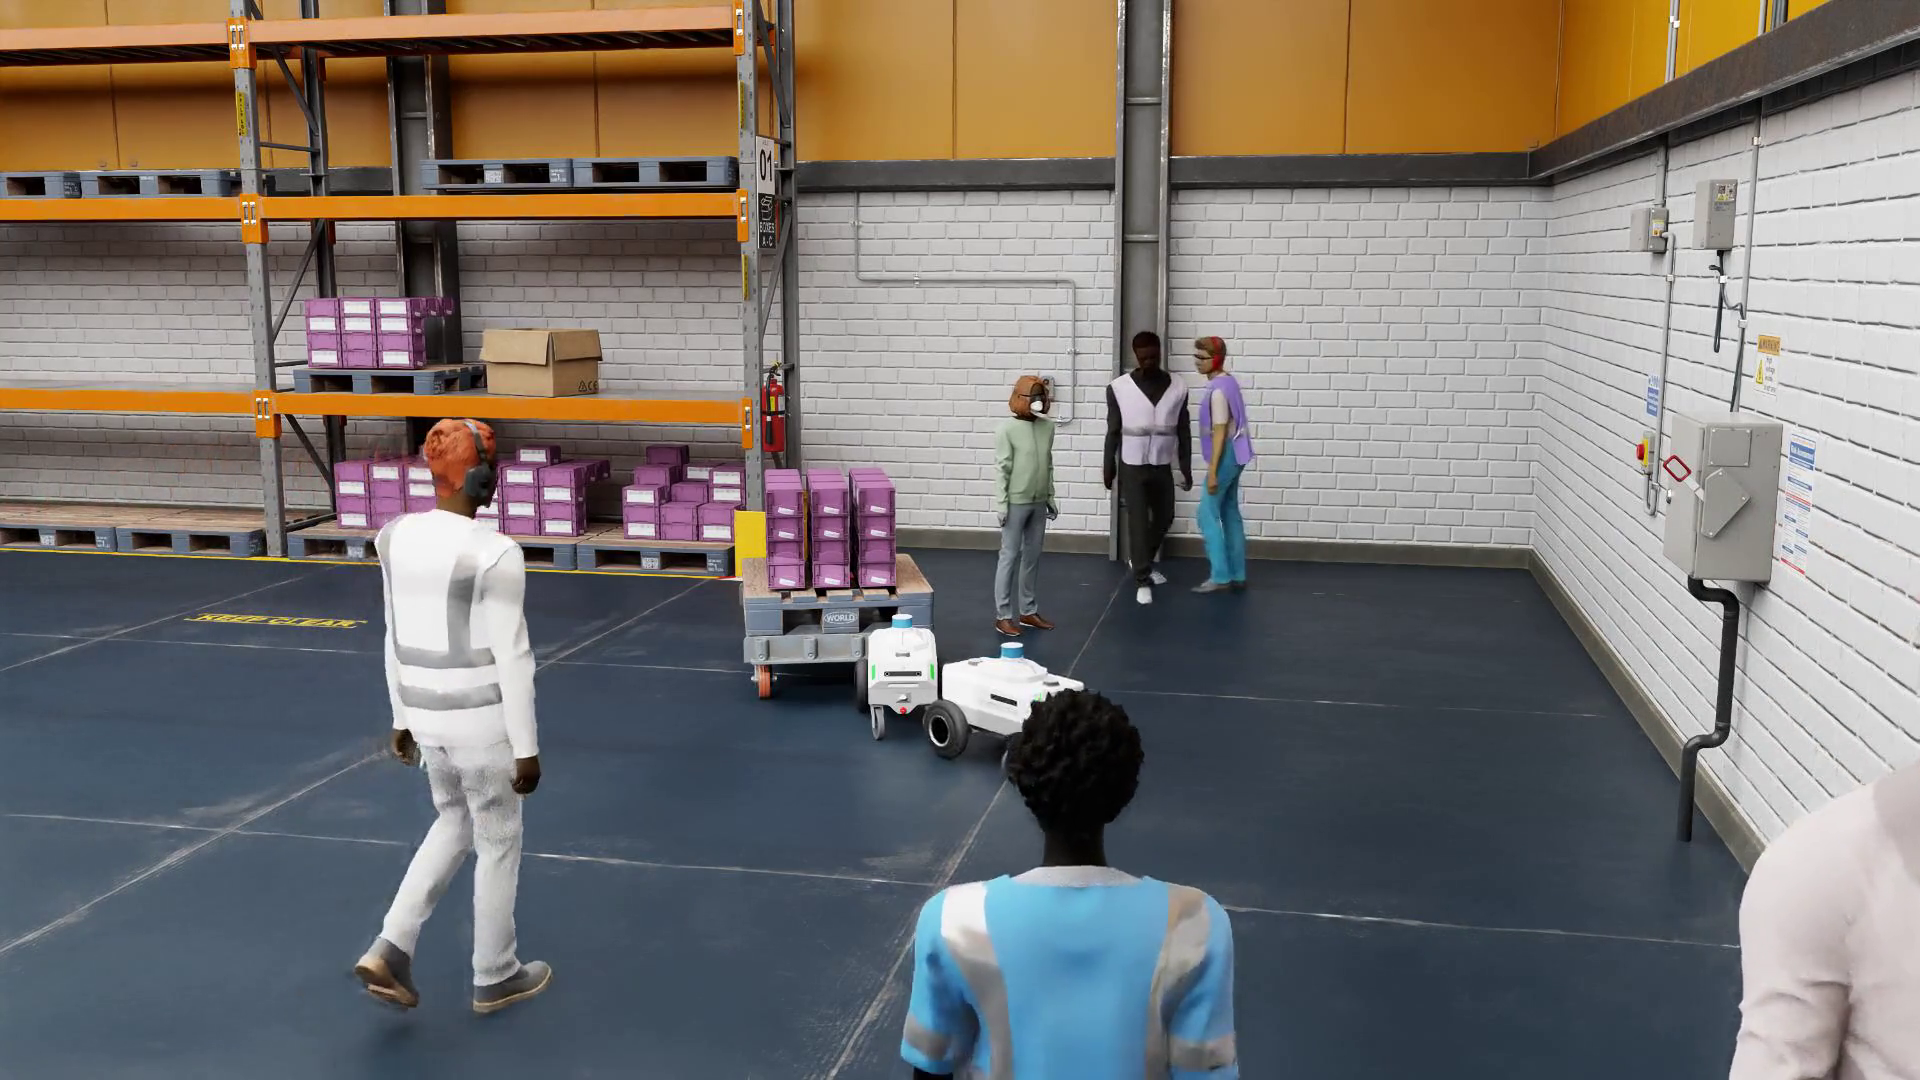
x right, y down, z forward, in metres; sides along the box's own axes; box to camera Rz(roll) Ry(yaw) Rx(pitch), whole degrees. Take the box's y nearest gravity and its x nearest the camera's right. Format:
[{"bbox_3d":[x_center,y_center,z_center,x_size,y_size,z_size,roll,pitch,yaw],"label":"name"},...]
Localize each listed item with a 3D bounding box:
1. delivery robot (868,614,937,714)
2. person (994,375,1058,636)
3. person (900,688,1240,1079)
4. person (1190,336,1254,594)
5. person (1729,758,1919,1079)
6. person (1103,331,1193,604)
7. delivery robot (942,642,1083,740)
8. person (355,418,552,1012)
[{"bbox_3d":[-0.289,0.618,8.367,0.477,0.478,0.707,0,9,-2],"label":"delivery robot"},{"bbox_3d":[0.418,-0.223,10.470,0.504,1.632,0.269,-9,13,-42],"label":"person"},{"bbox_3d":[0.171,1.066,2.679,0.536,1.649,0.899,0,9,-1],"label":"person"},{"bbox_3d":[1.844,-0.521,11.727,0.439,1.822,0.570,2,10,13],"label":"person"},{"bbox_3d":[1.422,1.017,2.315,0.672,1.854,1.005,1,10,8],"label":"person"},{"bbox_3d":[1.267,-0.525,11.585,0.636,1.882,0.737,-3,10,-15],"label":"person"},{"bbox_3d":[0.243,0.722,7.745,0.477,0.478,0.707,-8,12,-40],"label":"delivery robot"},{"bbox_3d":[-1.533,0.564,5.031,0.596,1.866,0.552,6,11,31],"label":"person"}]
